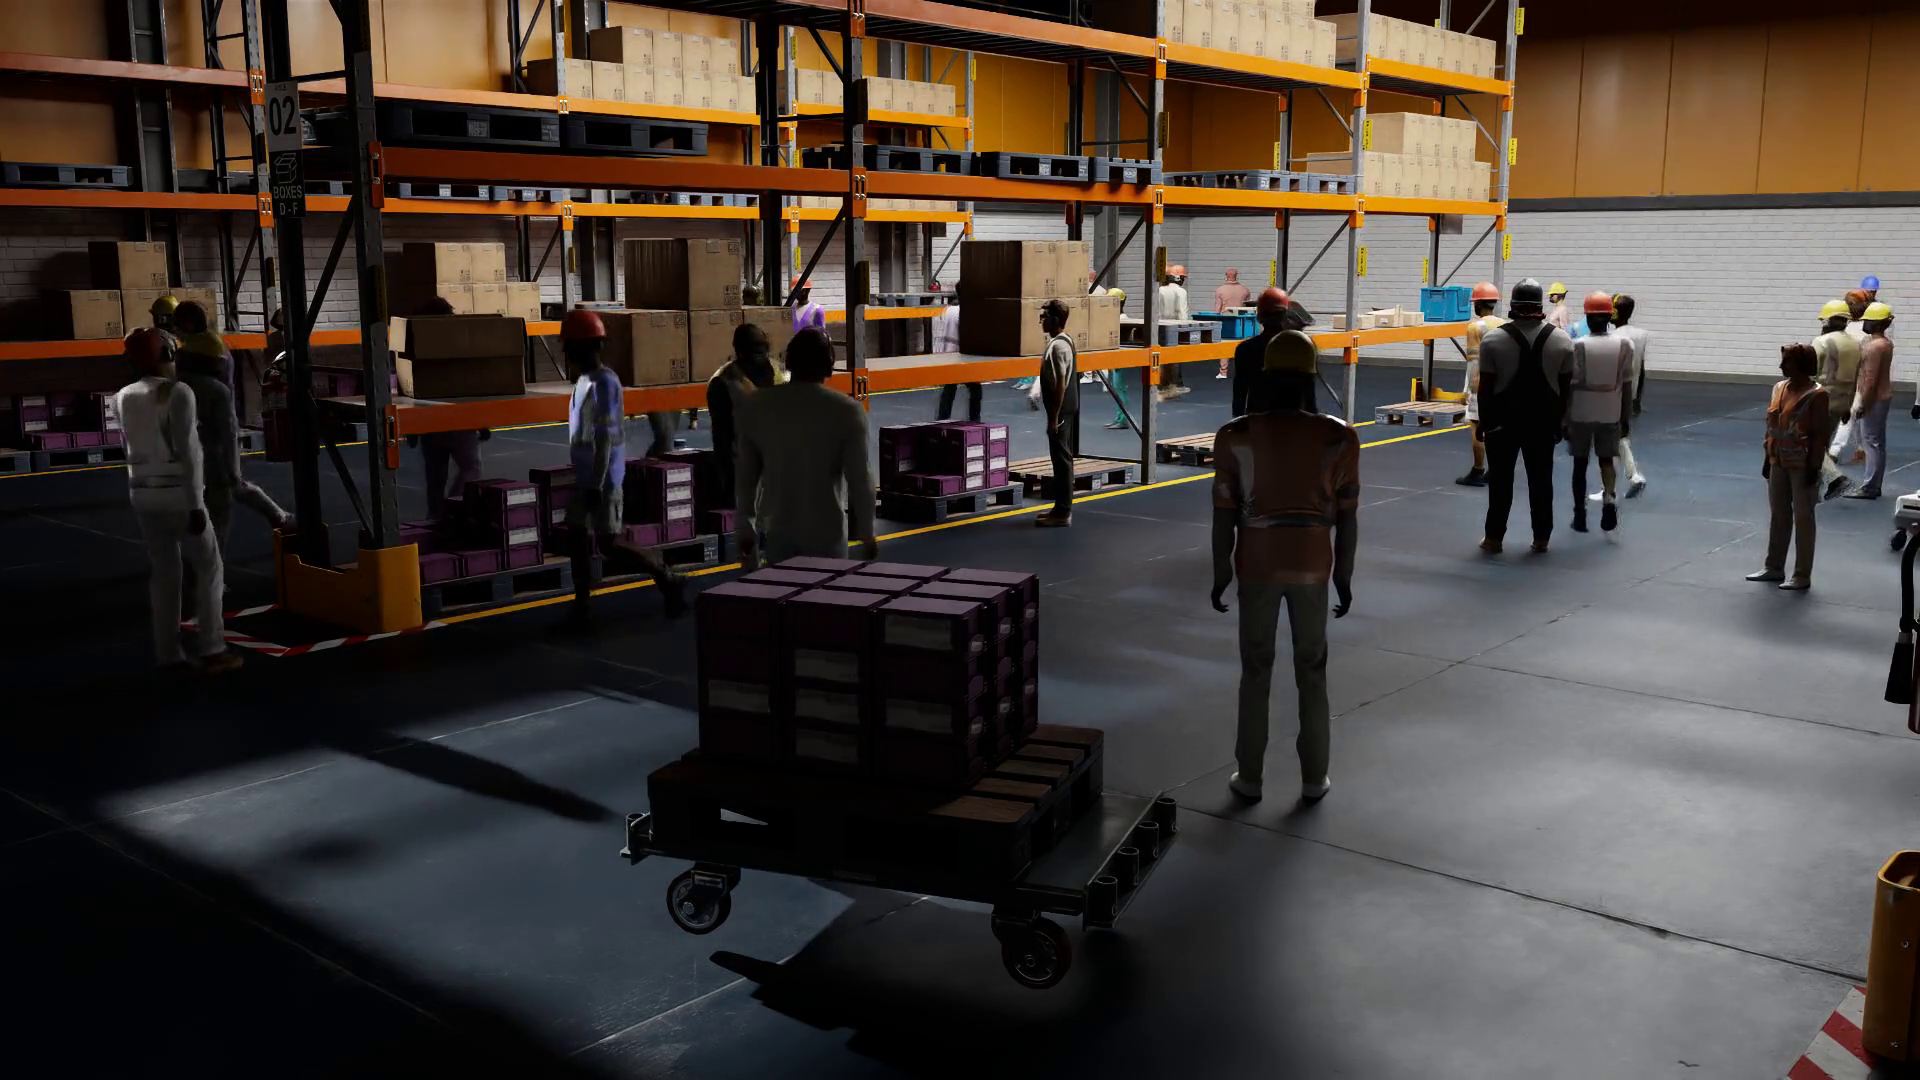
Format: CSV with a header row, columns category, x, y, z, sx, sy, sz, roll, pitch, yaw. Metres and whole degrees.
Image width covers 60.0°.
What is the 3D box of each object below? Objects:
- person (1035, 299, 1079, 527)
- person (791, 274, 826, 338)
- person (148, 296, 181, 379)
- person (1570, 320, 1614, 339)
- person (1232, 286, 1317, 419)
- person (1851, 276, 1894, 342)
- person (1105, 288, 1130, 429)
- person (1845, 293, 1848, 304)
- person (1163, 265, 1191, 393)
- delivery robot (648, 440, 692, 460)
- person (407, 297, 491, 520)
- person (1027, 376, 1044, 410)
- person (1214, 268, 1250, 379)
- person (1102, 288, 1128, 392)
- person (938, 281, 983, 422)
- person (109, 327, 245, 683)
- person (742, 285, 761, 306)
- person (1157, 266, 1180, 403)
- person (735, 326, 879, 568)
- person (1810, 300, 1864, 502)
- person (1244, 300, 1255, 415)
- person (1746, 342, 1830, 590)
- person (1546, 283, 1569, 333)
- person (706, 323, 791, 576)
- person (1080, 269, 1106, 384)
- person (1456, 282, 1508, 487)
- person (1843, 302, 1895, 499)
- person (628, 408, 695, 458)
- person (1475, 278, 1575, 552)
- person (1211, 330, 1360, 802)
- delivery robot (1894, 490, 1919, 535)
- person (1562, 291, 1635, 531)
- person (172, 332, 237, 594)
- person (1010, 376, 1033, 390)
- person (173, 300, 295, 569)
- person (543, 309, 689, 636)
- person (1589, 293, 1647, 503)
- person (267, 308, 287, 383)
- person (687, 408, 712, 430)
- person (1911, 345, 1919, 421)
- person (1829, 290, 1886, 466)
category,x,y,z,sx,sy,sz,roll,pitch,yaw
person,0.783,-1.023,13.487,0.351,1.847,0.507,2,10,11
person,-1.907,-2.256,20.244,0.542,1.939,0.368,4,11,20
person,-7.090,-1.268,14.936,0.404,1.827,0.589,-8,13,-38
person,7.729,-2.139,20.349,0.548,1.654,0.840,7,12,34
person,2.296,-0.854,12.142,0.630,1.981,0.621,0,10,-1
person,12.006,-2.560,22.089,0.589,1.905,0.971,2,10,9
person,1.970,-2.262,20.810,0.346,1.759,0.523,0,10,2
person,12.796,-2.750,23.910,0.511,1.639,0.308,2,10,9
person,3.363,-3.300,26.046,0.392,1.988,0.609,-7,12,-34
delivery robot,-2.485,-0.649,14.763,0.477,0.478,0.707,6,12,30
person,-3.899,-0.881,12.581,0.675,1.881,0.437,4,11,20
person,1.151,-2.806,23.344,0.629,1.959,0.976,6,12,30
person,4.668,-3.727,28.714,0.652,1.904,0.403,-2,10,-11
person,2.422,-3.162,26.279,0.530,1.614,0.599,6,12,30
person,0.067,-2.085,19.404,0.805,1.894,0.597,-6,12,-30
person,-4.153,-0.188,8.740,0.653,1.837,0.497,4,11,20
person,-2.349,-1.960,18.815,0.480,1.842,0.548,-10,14,-43
person,2.965,-3.000,24.352,0.475,2.004,0.652,9,14,43
person,-0.702,-0.050,7.797,0.696,1.896,0.669,2,10,13
person,7.633,-1.197,14.617,0.617,1.803,0.578,-5,11,-25
person,3.535,-2.092,20.191,0.313,1.633,0.511,-5,11,-27
person,5.535,-0.491,11.055,0.314,1.636,0.517,-2,10,-11
person,8.416,-2.743,23.510,0.326,1.767,0.533,1,10,3
person,-1.271,-0.462,10.433,0.667,1.803,0.439,-9,13,-40
person,2.160,-3.558,27.751,0.644,1.907,0.400,-10,14,-43
person,4.955,-1.474,15.802,0.551,1.932,0.378,-7,12,-33
person,8.211,-1.248,14.993,0.321,1.769,0.523,9,13,42
person,-2.668,-1.263,14.722,0.966,1.903,0.652,8,13,40
person,4.162,-0.927,12.384,0.684,2.000,0.535,1,10,5
person,1.314,0.113,6.790,0.590,1.926,0.388,1,10,6
delivery robot,7.322,-0.238,12.425,0.707,0.478,0.477,-6,12,-32
person,4.997,-0.989,13.070,0.558,1.925,0.630,2,10,9
person,-4.937,-0.487,10.801,0.515,1.713,0.449,1,10,8
person,1.033,-3.304,26.499,0.389,1.837,0.563,-3,10,-15
person,-5.275,-0.767,11.899,0.636,1.901,0.883,7,12,35
person,-2.044,-0.391,9.717,0.784,1.914,0.546,-6,12,-30
person,5.812,-1.245,14.703,0.543,1.860,0.411,-4,11,-23
person,-7.245,-1.680,17.903,0.497,1.610,0.279,7,12,36
person,-3.238,-2.213,20.713,0.535,1.686,0.322,-3,10,-16
person,8.644,-1.219,14.623,0.625,1.840,0.430,-2,10,-14
person,9.292,-1.685,17.316,1.002,1.832,0.602,-5,11,-25
